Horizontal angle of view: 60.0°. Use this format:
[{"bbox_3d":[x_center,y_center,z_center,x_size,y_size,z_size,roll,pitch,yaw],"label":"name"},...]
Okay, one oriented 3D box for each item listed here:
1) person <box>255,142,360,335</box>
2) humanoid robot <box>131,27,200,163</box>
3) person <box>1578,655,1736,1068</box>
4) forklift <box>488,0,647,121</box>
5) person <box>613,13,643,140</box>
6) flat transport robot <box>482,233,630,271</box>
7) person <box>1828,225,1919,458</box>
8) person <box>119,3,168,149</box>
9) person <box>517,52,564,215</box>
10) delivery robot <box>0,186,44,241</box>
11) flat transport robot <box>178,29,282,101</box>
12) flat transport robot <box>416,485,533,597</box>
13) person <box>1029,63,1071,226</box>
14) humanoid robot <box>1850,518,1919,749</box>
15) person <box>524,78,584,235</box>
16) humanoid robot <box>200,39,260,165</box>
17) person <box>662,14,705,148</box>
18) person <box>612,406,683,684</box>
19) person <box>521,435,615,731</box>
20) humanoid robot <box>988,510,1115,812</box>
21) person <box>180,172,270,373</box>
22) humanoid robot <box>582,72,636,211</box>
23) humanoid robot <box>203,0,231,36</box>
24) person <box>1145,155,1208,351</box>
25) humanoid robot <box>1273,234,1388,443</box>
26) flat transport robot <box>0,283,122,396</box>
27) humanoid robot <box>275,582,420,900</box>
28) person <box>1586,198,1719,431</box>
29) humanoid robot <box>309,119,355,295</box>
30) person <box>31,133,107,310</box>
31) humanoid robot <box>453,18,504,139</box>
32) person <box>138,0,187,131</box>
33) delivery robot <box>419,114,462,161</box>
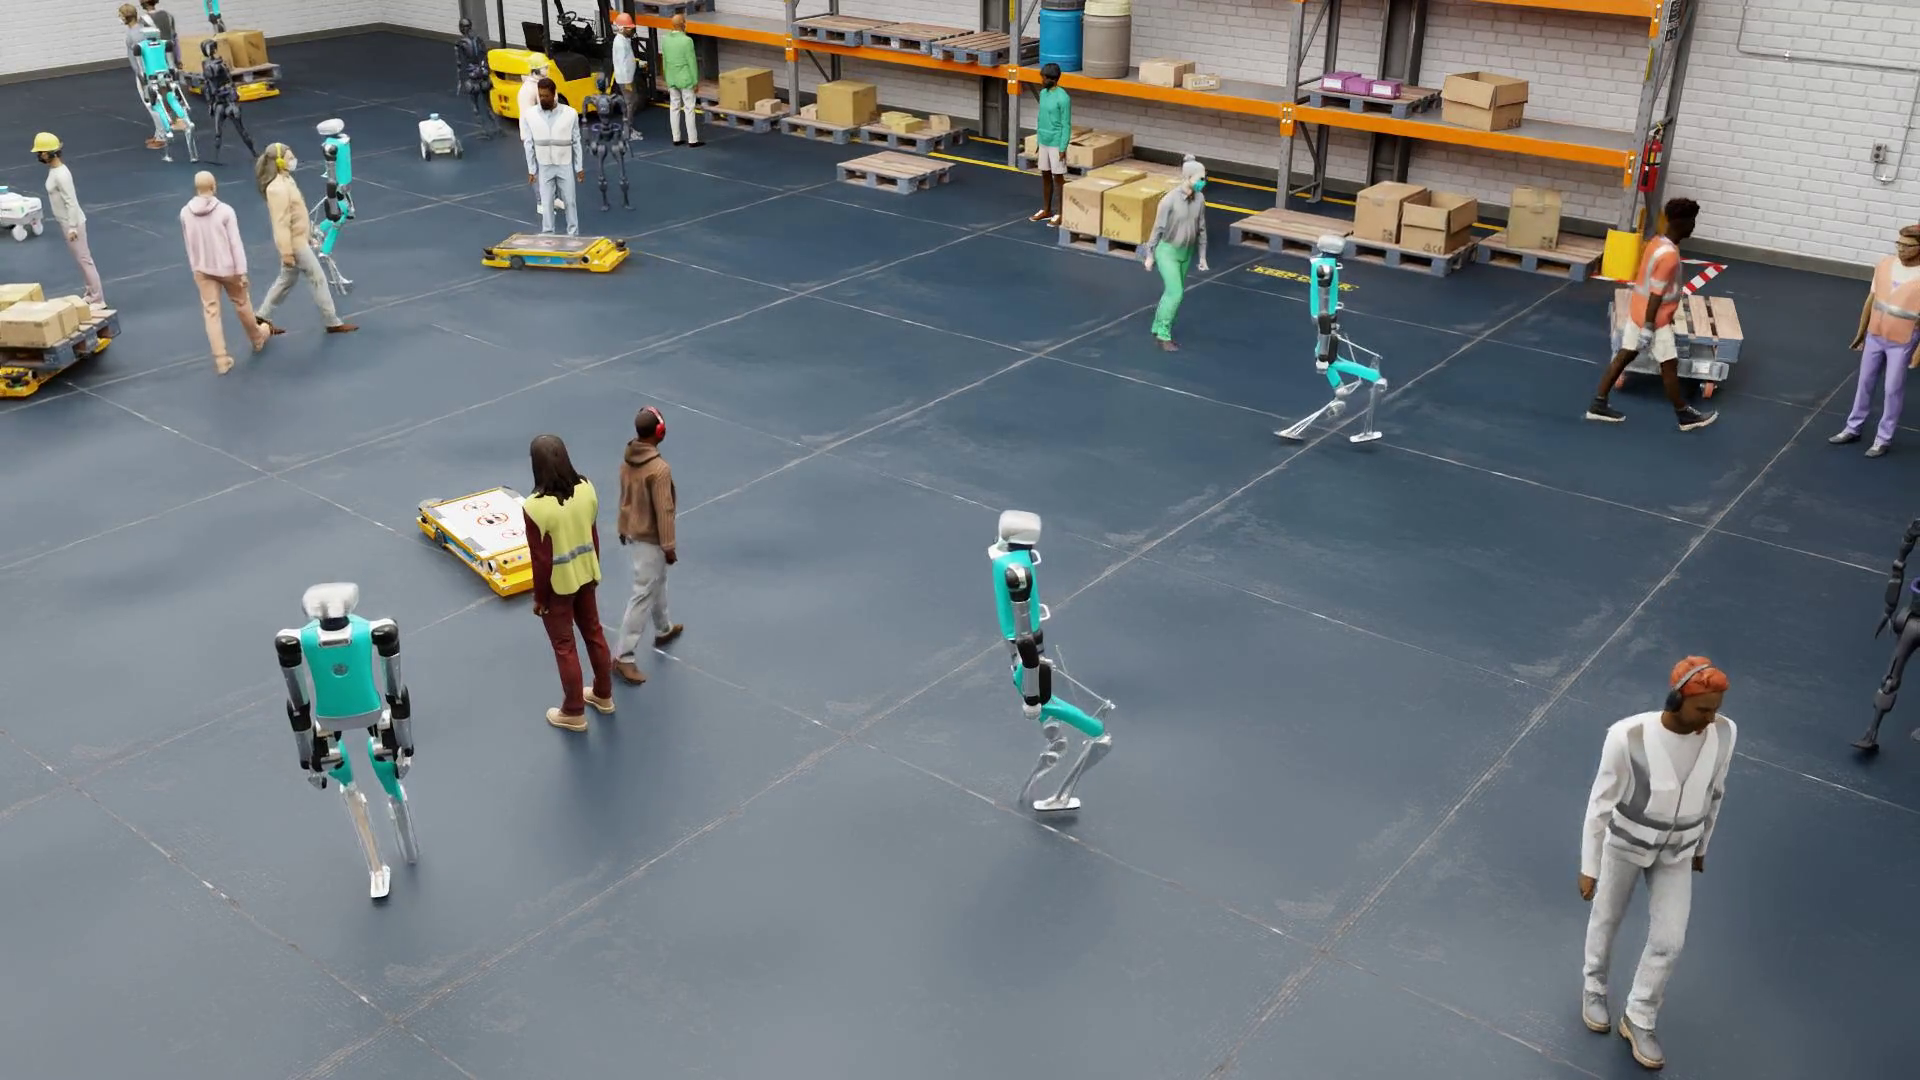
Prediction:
[{"bbox_3d":[-6.300,-2.804,15.583,0.914,1.846,0.550,-8,27,-16],"label":"person"},{"bbox_3d":[-10.410,-5.828,22.003,0.872,1.795,0.541,20,32,36],"label":"humanoid robot"},{"bbox_3d":[2.892,1.345,6.942,0.633,1.870,0.574,-2,26,-4],"label":"person"},{"bbox_3d":[-5.874,-7.334,24.552,1.214,2.155,2.313,19,32,34],"label":"forklift"},{"bbox_3d":[-4.668,-6.502,23.350,0.350,1.738,0.573,-3,26,-7],"label":"person"},{"bbox_3d":[-4.377,-3.111,18.014,1.431,0.231,0.659,4,26,8],"label":"flat transport robot"},{"bbox_3d":[7.282,-1.558,12.985,0.373,1.842,0.569,-13,29,-25],"label":"person"},{"bbox_3d":[-11.196,-6.368,22.842,0.352,1.935,0.634,-11,28,-21],"label":"person"},{"bbox_3d":[-4.942,-4.814,19.698,0.398,1.869,0.815,10,27,20],"label":"person"},{"bbox_3d":[-10.863,-3.735,18.958,0.749,0.578,0.509,6,26,11],"label":"delivery robot"},{"bbox_3d":[-11.586,-7.209,26.500,1.431,0.231,0.659,16,30,30],"label":"flat transport robot"},{"bbox_3d":[-3.206,-0.021,11.615,0.659,0.231,1.431,-19,32,-34],"label":"flat transport robot"},{"bbox_3d":[1.080,-4.574,19.227,0.390,1.848,0.504,-18,31,-32],"label":"person"},{"bbox_3d":[5.331,0.441,9.074,0.744,1.629,0.589,-22,33,-37],"label":"humanoid robot"},{"bbox_3d":[-4.402,-4.064,18.097,0.595,1.913,0.371,-4,26,-9],"label":"person"},{"bbox_3d":[-9.720,-5.760,21.921,0.598,1.624,0.751,14,29,27],"label":"humanoid robot"},{"bbox_3d":[-3.823,-6.314,22.907,0.548,1.783,0.384,13,28,24],"label":"person"},{"bbox_3d":[-1.920,0.010,10.003,0.641,1.611,0.549,-18,31,-33],"label":"person"},{"bbox_3d":[-2.194,0.248,9.332,0.359,1.767,0.476,17,31,32],"label":"person"},{"bbox_3d":[0.517,0.697,8.502,0.745,1.838,0.539,-3,26,-6],"label":"humanoid robot"},{"bbox_3d":[-6.624,-2.448,14.941,0.540,1.736,0.916,-3,26,-5],"label":"person"},{"bbox_3d":[-4.190,-4.737,19.779,0.589,1.641,0.376,-4,26,-9],"label":"humanoid robot"},{"bbox_3d":[-11.759,-8.153,26.787,0.672,1.824,0.539,-8,27,-17],"label":"humanoid robot"},{"bbox_3d":[1.986,-2.637,15.244,0.535,1.815,0.630,-19,31,-34],"label":"person"},{"bbox_3d":[3.055,-1.517,13.065,1.046,1.758,0.554,4,26,9],"label":"humanoid robot"},{"bbox_3d":[-8.324,-1.618,14.922,0.659,0.231,1.431,2,26,4],"label":"flat transport robot"},{"bbox_3d":[-2.881,0.966,8.010,0.539,1.892,0.746,-7,27,-14],"label":"humanoid robot"},{"bbox_3d":[5.717,-1.817,13.446,1.023,1.909,0.626,5,26,10],"label":"person"},{"bbox_3d":[-6.427,-3.304,16.809,0.744,1.865,0.550,0,26,0],"label":"humanoid robot"},{"bbox_3d":[-8.716,-3.090,16.248,0.329,1.767,0.526,-16,30,-29],"label":"person"},{"bbox_3d":[-6.796,-6.475,23.373,0.395,1.642,0.593,17,31,32],"label":"humanoid robot"},{"bbox_3d":[-11.542,-6.881,23.810,0.836,2.016,0.629,8,27,16],"label":"person"},{"bbox_3d":[-7.092,-5.471,22.564,0.499,0.587,0.771,-12,28,-24],"label":"delivery robot"}]
